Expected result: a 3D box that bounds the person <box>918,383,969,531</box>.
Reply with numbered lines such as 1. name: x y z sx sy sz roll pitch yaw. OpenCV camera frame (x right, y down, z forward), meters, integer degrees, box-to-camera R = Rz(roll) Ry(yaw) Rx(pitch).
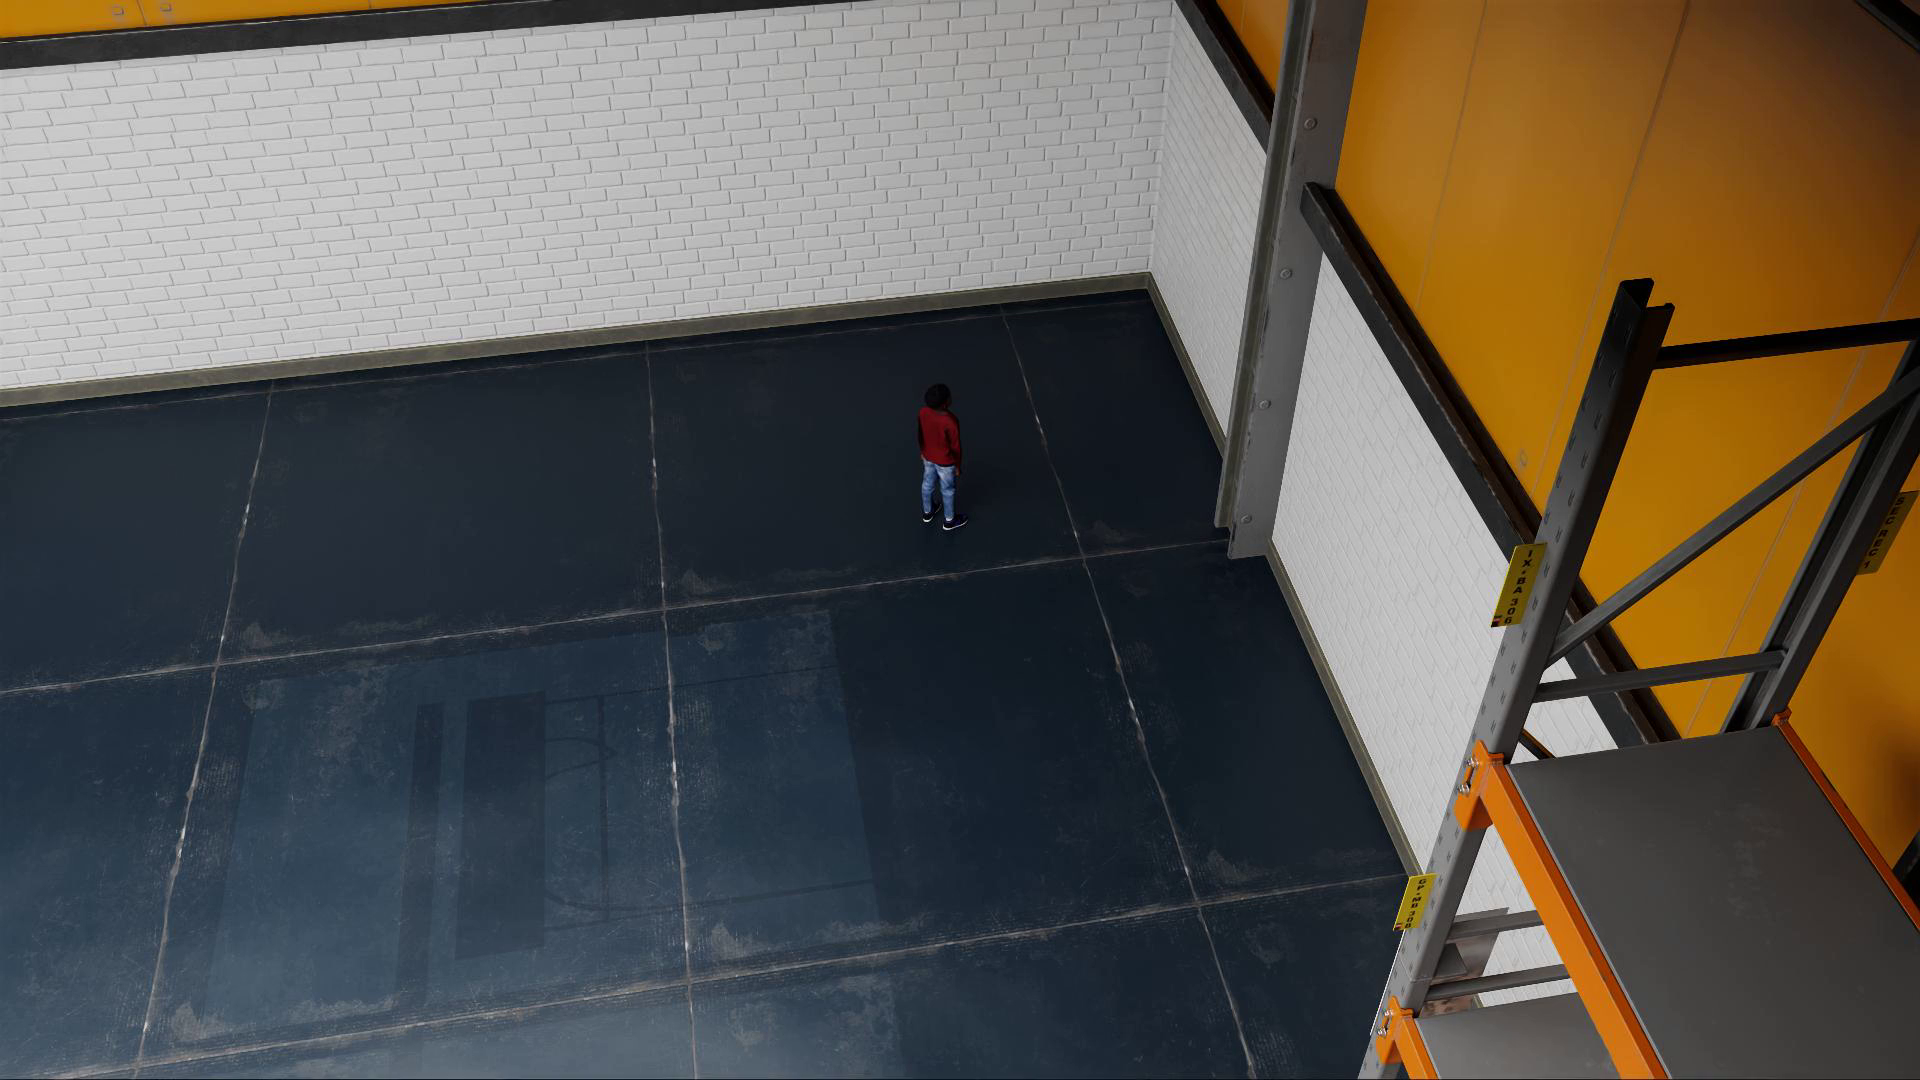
1. person: -0.144 -0.605 11.837 0.578 1.256 0.639 26 50 25
